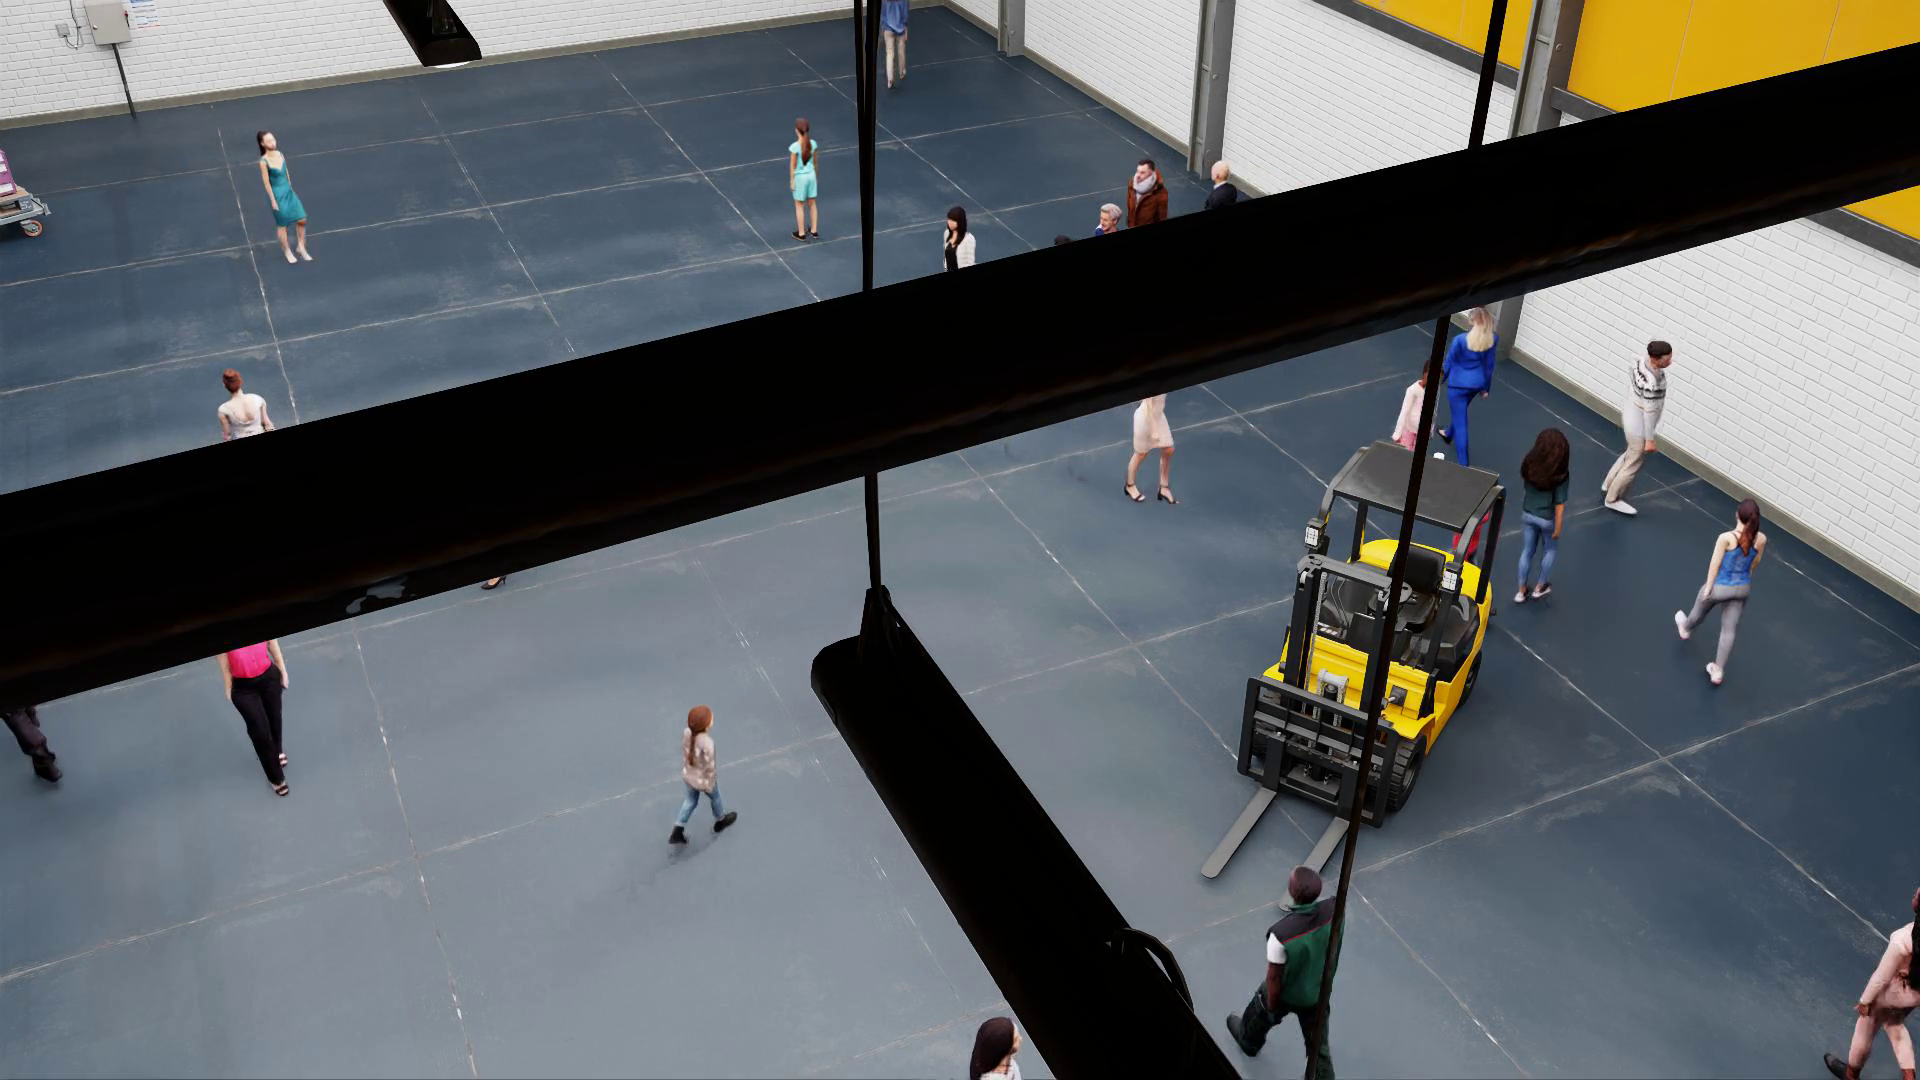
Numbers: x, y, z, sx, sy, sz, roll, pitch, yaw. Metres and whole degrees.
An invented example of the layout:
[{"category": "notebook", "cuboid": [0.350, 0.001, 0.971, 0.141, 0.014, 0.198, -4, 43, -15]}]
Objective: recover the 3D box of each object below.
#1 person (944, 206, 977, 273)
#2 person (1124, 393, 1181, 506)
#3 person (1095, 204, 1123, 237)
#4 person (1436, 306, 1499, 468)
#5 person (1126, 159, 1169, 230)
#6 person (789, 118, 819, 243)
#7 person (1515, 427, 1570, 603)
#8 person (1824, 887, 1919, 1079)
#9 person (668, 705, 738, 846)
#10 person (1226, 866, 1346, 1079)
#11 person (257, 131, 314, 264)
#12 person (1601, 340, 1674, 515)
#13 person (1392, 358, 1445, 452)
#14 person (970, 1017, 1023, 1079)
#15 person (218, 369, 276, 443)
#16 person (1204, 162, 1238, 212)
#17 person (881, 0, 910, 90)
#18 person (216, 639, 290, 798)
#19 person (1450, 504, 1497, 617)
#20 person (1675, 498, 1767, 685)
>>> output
[{"category": "person", "cuboid": [0.062, -2.937, 18.394, 0.704, 1.622, 0.804, 22, 40, 30]}, {"category": "person", "cuboid": [1.692, -1.134, 15.512, 0.907, 1.810, 0.799, 21, 39, 29]}, {"category": "person", "cuboid": [1.598, -2.791, 17.980, 0.728, 1.838, 0.555, -23, 40, -30]}, {"category": "person", "cuboid": [4.907, -1.400, 16.062, 0.744, 1.645, 1.177, -7, 34, -10]}, {"category": "person", "cuboid": [2.171, -3.529, 19.111, 1.038, 1.815, 0.991, 24, 40, 31]}, {"category": "person", "cuboid": [-1.942, -4.527, 20.844, 0.580, 1.557, 0.573, -22, 39, -29]}, {"category": "person", "cuboid": [4.978, -0.185, 14.279, 0.761, 1.594, 0.651, -18, 38, -26]}, {"category": "person", "cuboid": [5.585, 2.731, 9.787, 0.697, 1.710, 0.892, -10, 35, -14]}, {"category": "person", "cuboid": [-1.893, 1.693, 11.831, 0.812, 1.178, 0.751, 24, 40, 31]}, {"category": "person", "cuboid": [2.051, 2.698, 9.765, 0.735, 1.790, 1.215, -13, 36, -18]}, {"category": "person", "cuboid": [-8.288, -4.153, 20.180, 0.771, 1.670, 0.716, 16, 37, 23]}, {"category": "person", "cuboid": [6.284, -1.066, 15.402, 0.972, 1.818, 0.823, 0, 34, 0]}, {"category": "person", "cuboid": [4.266, -1.108, 15.808, 0.581, 1.440, 0.653, -14, 36, -20]}, {"category": "person", "cuboid": [0.092, 3.243, 9.121, 0.938, 1.596, 1.102, -2, 34, -2]}, {"category": "person", "cuboid": [-6.289, -0.706, 14.895, 0.638, 1.780, 0.671, -19, 38, -26]}, {"category": "person", "cuboid": [2.993, -3.424, 18.990, 1.259, 1.774, 1.017, 25, 41, 32]}, {"category": "person", "cuboid": [-1.020, -7.783, 25.660, 1.025, 1.649, 1.229, 3, 34, 5]}, {"category": "person", "cuboid": [-5.264, 1.057, 12.372, 0.759, 1.638, 0.945, -28, 43, -35]}, {"category": "person", "cuboid": [4.359, 0.114, 14.115, 0.711, 1.277, 0.964, -28, 43, -35]}, {"category": "person", "cuboid": [6.194, 0.437, 13.362, 0.897, 1.574, 1.112, 2, 34, 3]}]
